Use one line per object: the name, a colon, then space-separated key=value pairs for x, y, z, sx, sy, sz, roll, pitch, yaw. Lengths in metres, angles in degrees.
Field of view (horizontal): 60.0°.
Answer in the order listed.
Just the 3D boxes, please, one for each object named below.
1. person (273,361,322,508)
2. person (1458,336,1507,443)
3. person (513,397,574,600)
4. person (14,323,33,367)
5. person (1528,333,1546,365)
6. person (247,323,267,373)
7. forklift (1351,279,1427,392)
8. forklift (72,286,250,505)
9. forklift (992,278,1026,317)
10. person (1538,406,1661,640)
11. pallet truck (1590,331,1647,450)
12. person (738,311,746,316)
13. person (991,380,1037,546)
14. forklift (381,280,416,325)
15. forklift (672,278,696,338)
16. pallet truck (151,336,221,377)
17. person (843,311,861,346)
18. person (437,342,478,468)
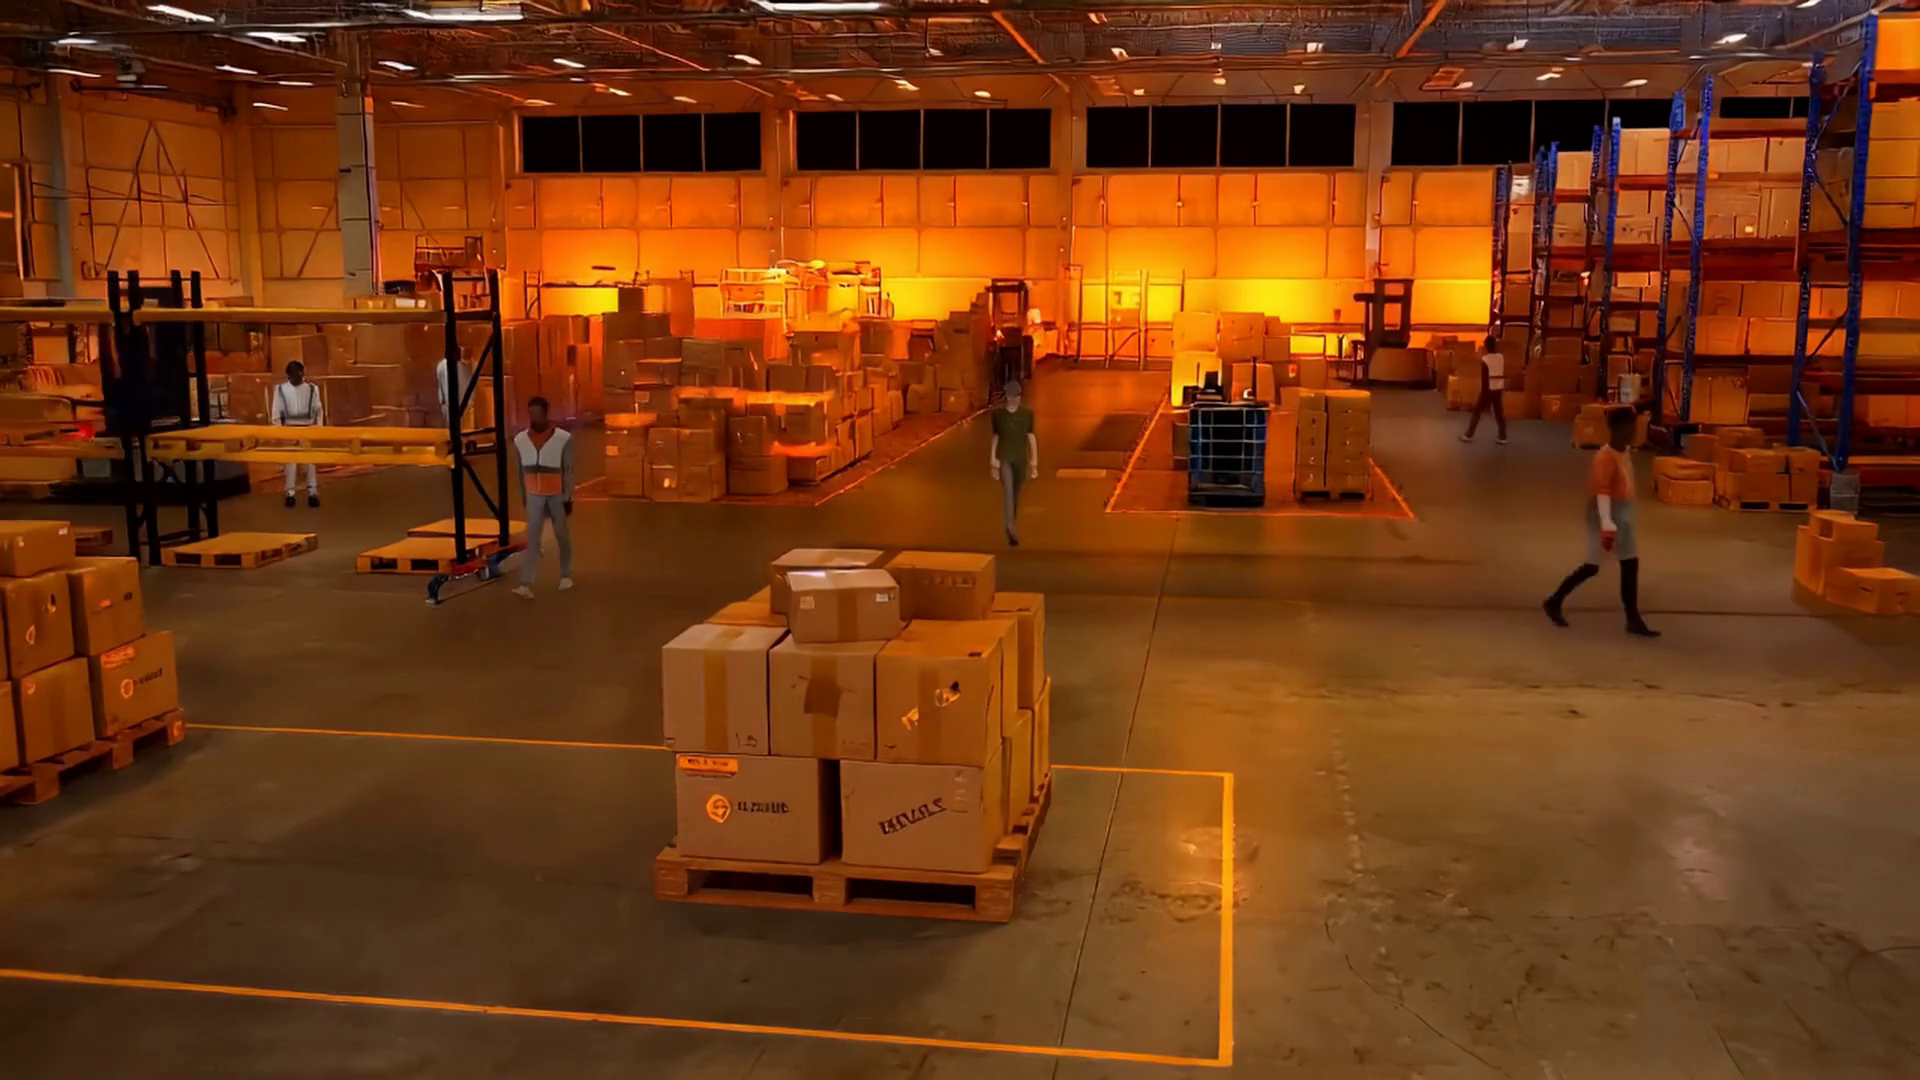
person: x=-8.493 y=-1.358 z=21.363 sx=0.574 sy=1.883 sz=0.355 roll=-4 pitch=10 yaw=-26
person: x=9.309 y=-2.652 z=29.386 sx=0.610 sy=1.871 sz=1.006 roll=-6 pitch=11 yaw=-31
person: x=-3.860 y=-0.393 z=15.455 sx=0.610 sy=1.864 sz=0.997 roll=1 pitch=9 yaw=9
person: x=-19.495 y=-3.553 z=34.747 sx=0.381 sy=1.931 sz=0.548 roll=-2 pitch=9 yaw=-11
person: x=12.979 y=-3.852 z=37.593 sx=0.768 sy=1.608 sz=0.534 roll=-6 pitch=11 yaw=-31
person: x=-19.321 y=-5.163 z=45.635 sx=0.586 sy=1.610 sz=0.543 roll=9 pitch=13 yaw=42
forklift: x=10.818 y=-5.155 z=41.710 sx=1.129 sy=2.768 sz=1.873 roll=-3 pitch=10 yaw=-15
forklift: x=-10.484 y=-1.914 z=21.717 sx=1.873 sy=2.768 sz=1.129 roll=1 pitch=9 yaw=9
forklift: x=1.362 y=-5.967 z=46.714 sx=1.129 sy=2.768 sz=1.873 roll=1 pitch=9 yaw=9
person: x=5.351 y=-0.156 z=13.828 sx=0.611 sy=1.938 sz=0.959 roll=-9 pitch=13 yaw=-44
pallet truck: x=11.253 y=-2.573 z=28.499 sx=0.823 sy=1.965 sz=1.885 roll=5 pitch=10 yaw=27
person: x=-5.977 y=-5.295 z=45.528 sx=0.600 sy=1.916 sz=0.651 roll=-5 pitch=11 yaw=-30
person: x=0.594 y=-0.896 z=18.691 sx=0.513 sy=1.836 sz=0.909 roll=-1 pitch=9 yaw=-6
forklift: x=-11.956 y=-4.169 z=35.627 sx=1.873 sy=2.768 sz=1.129 roll=1 pitch=9 yaw=9
forklift: x=-7.496 y=-5.725 z=45.224 sx=1.873 sy=2.768 sz=1.129 roll=1 pitch=9 yaw=9
pallet truck: x=-21.869 y=-5.598 z=47.154 sx=0.823 sy=1.965 sz=1.885 roll=4 pitch=10 yaw=26
person: x=-2.949 y=-5.242 z=45.194 sx=0.542 sy=1.928 sz=0.399 roll=-6 pitch=11 yaw=-33
person: x=-7.724 y=-2.067 z=25.558 sx=0.634 sy=1.937 sz=0.355 roll=4 pitch=10 yaw=24
